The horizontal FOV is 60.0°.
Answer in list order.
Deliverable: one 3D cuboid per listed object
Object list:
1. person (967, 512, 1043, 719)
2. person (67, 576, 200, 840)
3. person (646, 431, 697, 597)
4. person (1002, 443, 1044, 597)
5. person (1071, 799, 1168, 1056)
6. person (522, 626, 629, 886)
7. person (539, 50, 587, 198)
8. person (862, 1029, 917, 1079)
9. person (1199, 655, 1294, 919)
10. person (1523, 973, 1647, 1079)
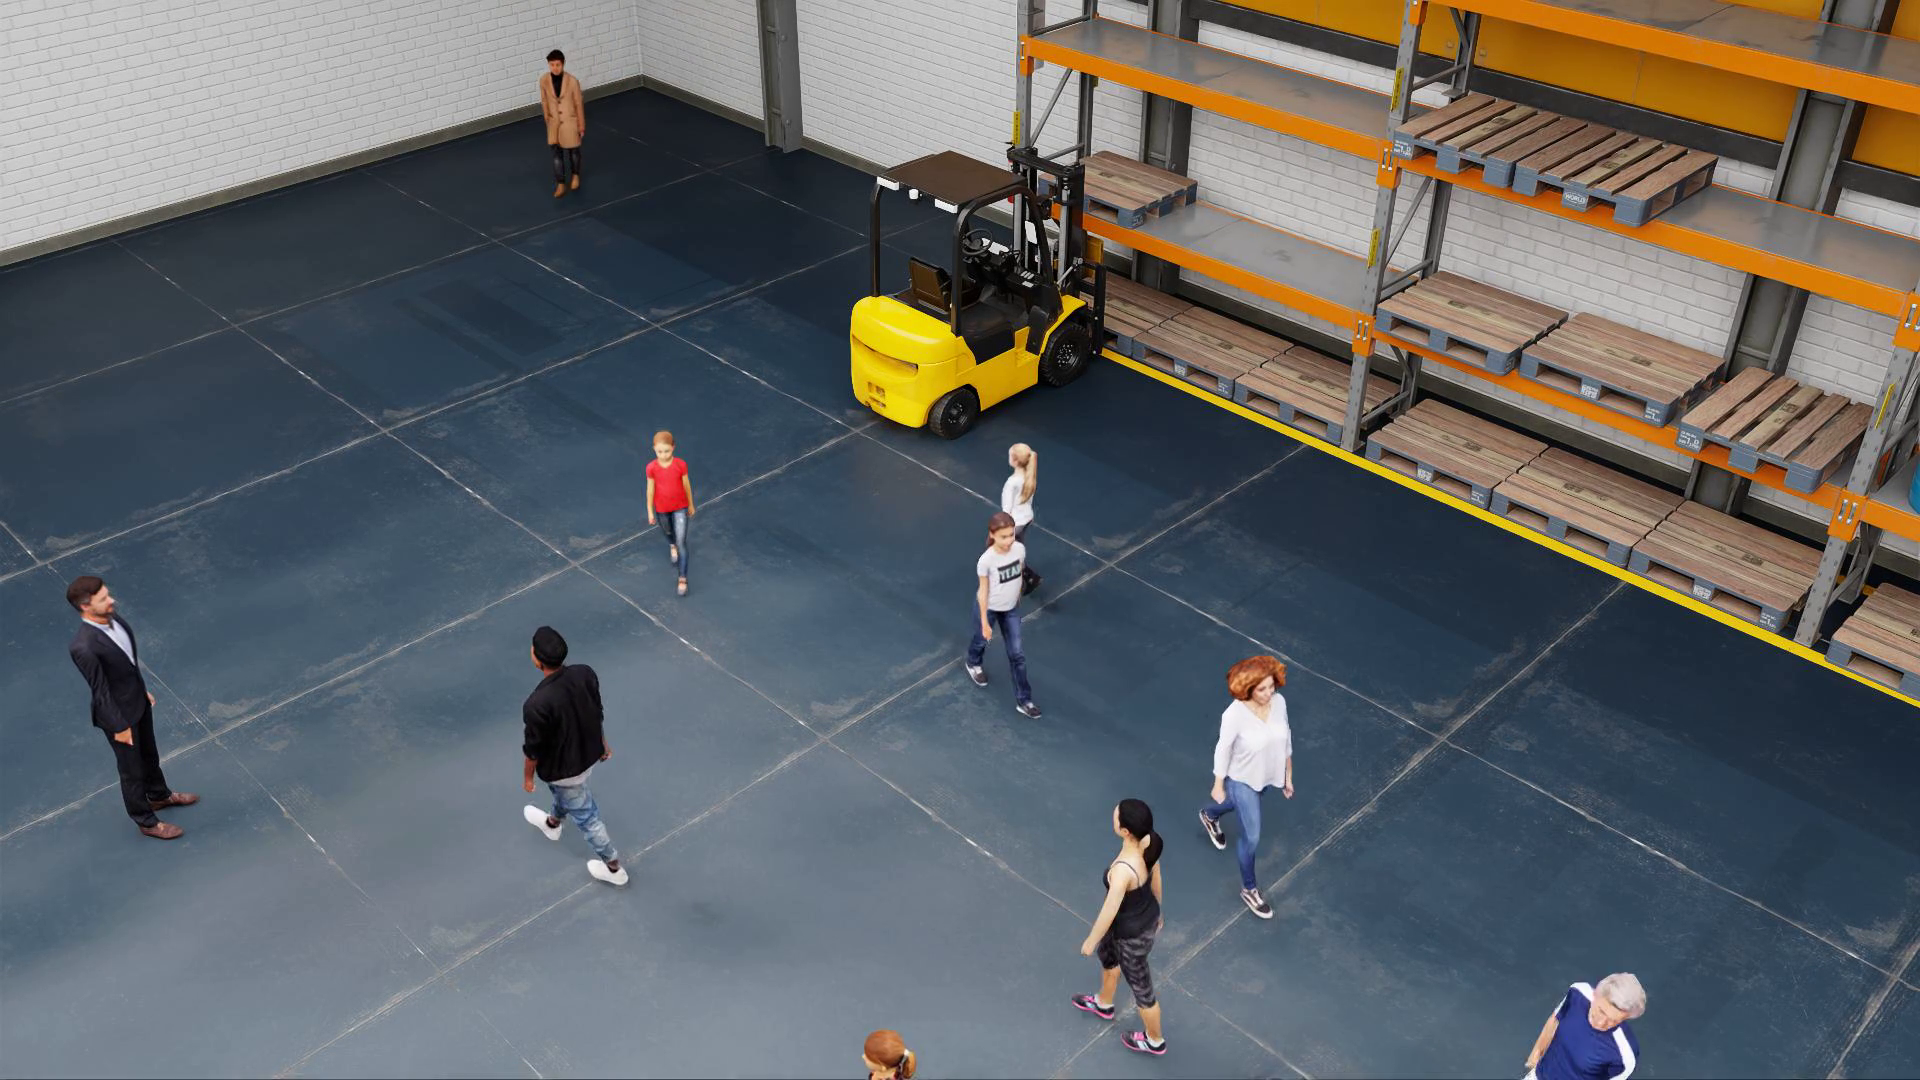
[{"bbox_3d":[0.219,0.434,11.453,0.760,1.519,1.117,-16,37,-23],"label":"person"},{"bbox_3d":[-5.152,1.018,10.260,0.797,1.867,0.723,-3,34,-5],"label":"person"},{"bbox_3d":[-2.216,-0.291,12.749,0.847,1.291,0.945,-3,34,-4],"label":"person"},{"bbox_3d":[0.480,-0.136,12.534,0.710,1.271,0.569,21,39,28],"label":"person"},{"bbox_3d":[1.004,2.100,8.774,0.912,1.708,0.738,14,36,20],"label":"person"},{"bbox_3d":[-2.258,1.331,9.875,1.198,1.771,0.897,18,37,24],"label":"person"},{"bbox_3d":[-4.580,-4.895,19.309,1.000,1.697,1.059,1,34,1],"label":"person"},{"bbox_3d":[-0.296,2.834,8.048,0.910,1.290,0.828,1,34,2],"label":"person"},{"bbox_3d":[1.684,1.335,9.940,0.818,1.692,1.173,-19,38,-26],"label":"person"},{"bbox_3d":[2.891,2.626,7.907,0.901,1.794,0.751,-3,34,-4],"label":"person"}]
